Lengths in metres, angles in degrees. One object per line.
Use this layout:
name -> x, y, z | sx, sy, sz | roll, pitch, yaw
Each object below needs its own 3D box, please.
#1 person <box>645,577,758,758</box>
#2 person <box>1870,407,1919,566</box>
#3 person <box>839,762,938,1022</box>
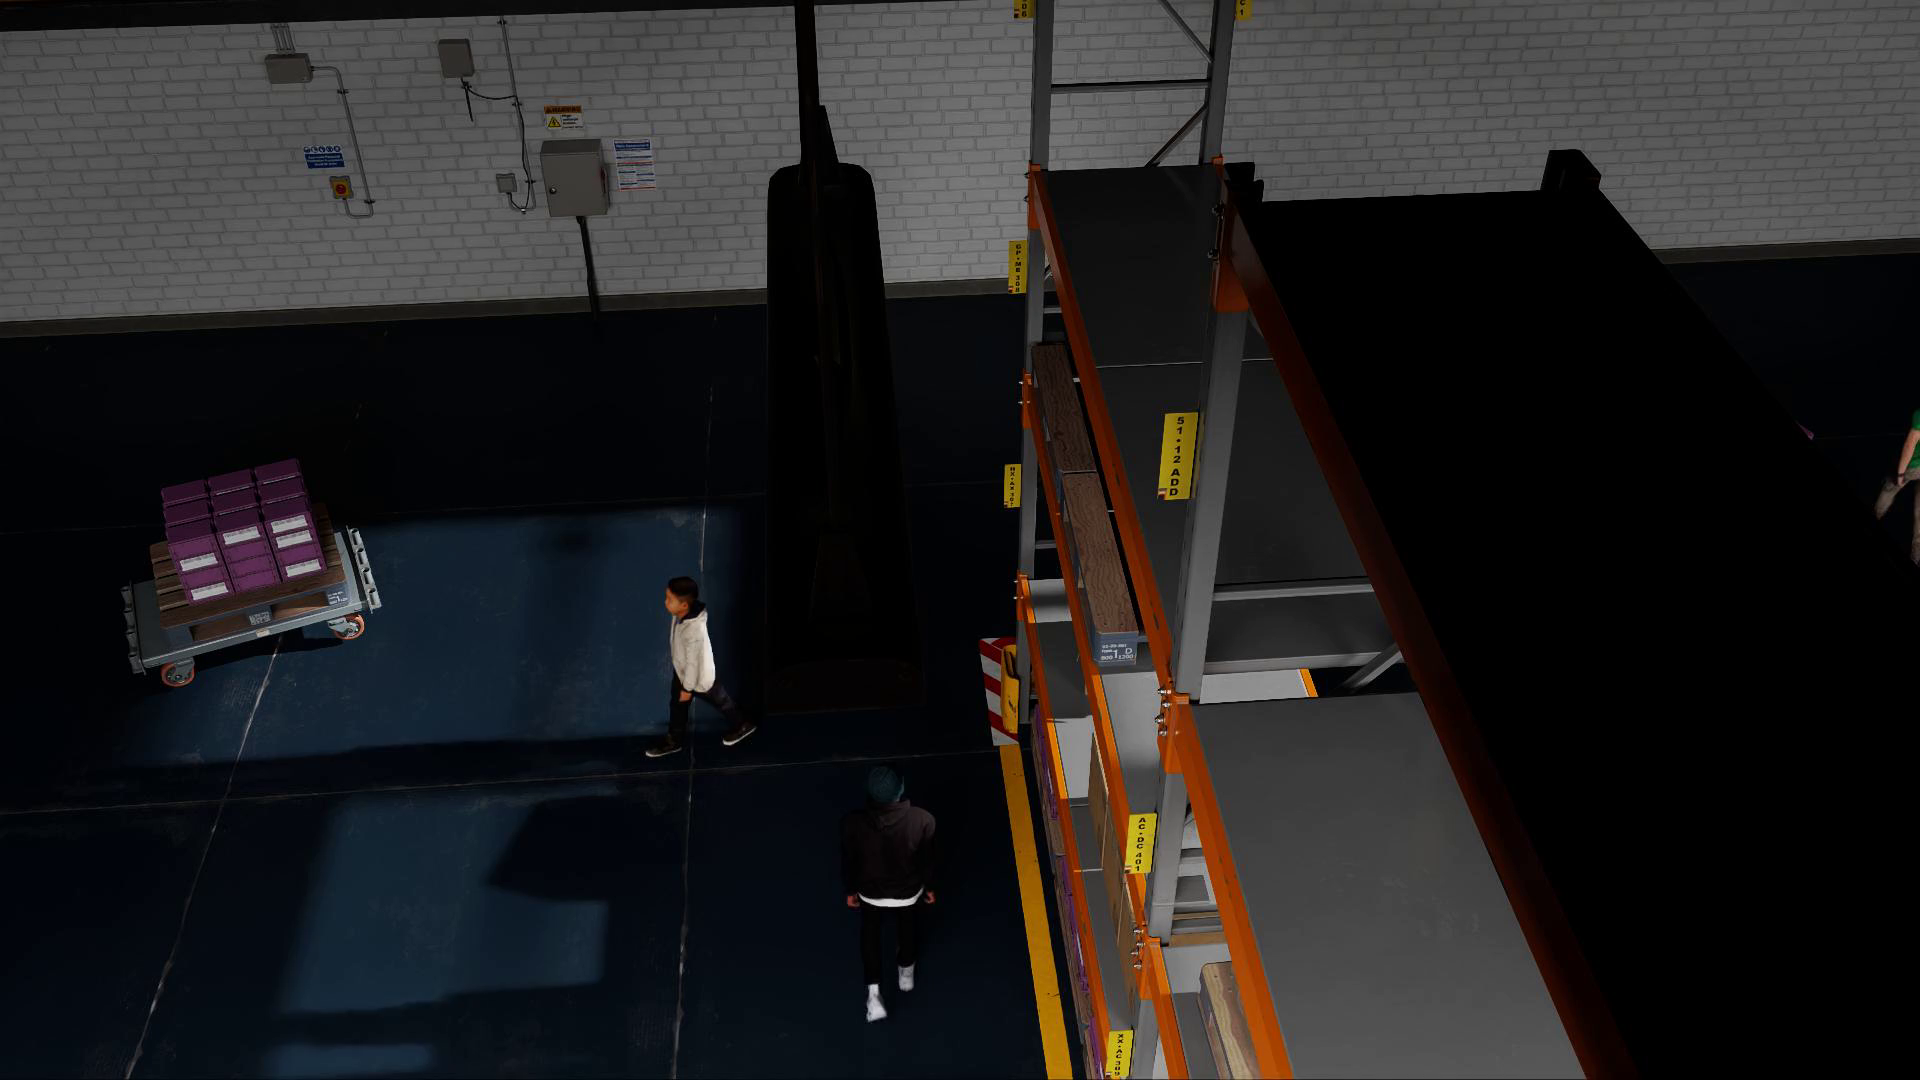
person -> -1.630, 0.817, 10.684 | 0.917, 1.427, 0.992 | -21, 43, -24
person -> 7.055, -0.479, 12.167 | 0.615, 1.602, 1.091 | -2, 39, -3
person -> -0.378, 1.931, 8.988 | 0.711, 1.802, 0.961 | 0, 39, 0
